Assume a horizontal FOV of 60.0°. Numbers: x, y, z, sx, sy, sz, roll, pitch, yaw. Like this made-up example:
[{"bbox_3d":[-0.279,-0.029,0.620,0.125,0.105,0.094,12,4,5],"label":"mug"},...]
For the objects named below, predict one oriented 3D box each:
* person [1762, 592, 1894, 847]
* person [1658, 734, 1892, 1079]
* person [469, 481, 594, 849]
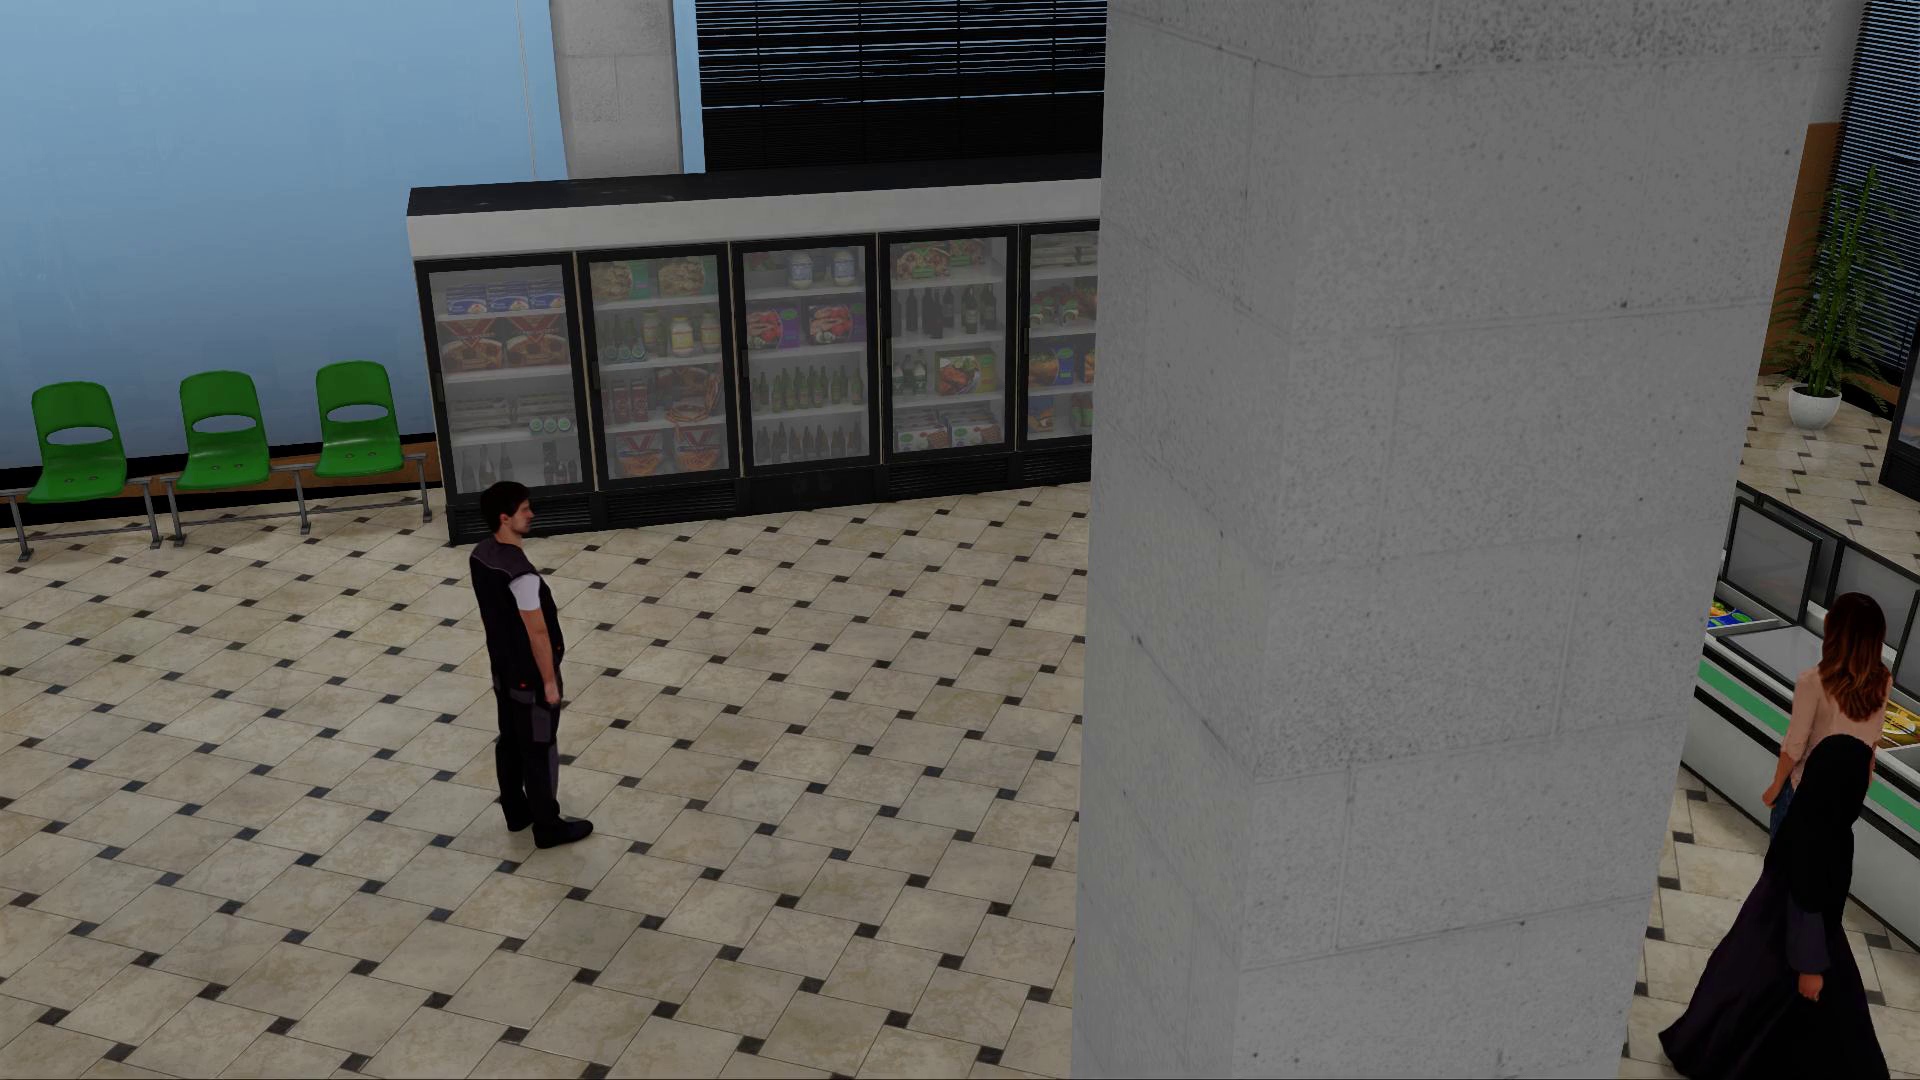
[{"bbox_3d":[3.608,1.047,6.974,0.610,1.792,0.556,-3,24,-7],"label":"person"},{"bbox_3d":[3.076,1.436,6.326,1.024,1.598,1.205,-20,30,-37],"label":"person"},{"bbox_3d":[-2.097,0.600,7.926,0.790,1.849,0.672,-21,31,-39],"label":"person"}]
